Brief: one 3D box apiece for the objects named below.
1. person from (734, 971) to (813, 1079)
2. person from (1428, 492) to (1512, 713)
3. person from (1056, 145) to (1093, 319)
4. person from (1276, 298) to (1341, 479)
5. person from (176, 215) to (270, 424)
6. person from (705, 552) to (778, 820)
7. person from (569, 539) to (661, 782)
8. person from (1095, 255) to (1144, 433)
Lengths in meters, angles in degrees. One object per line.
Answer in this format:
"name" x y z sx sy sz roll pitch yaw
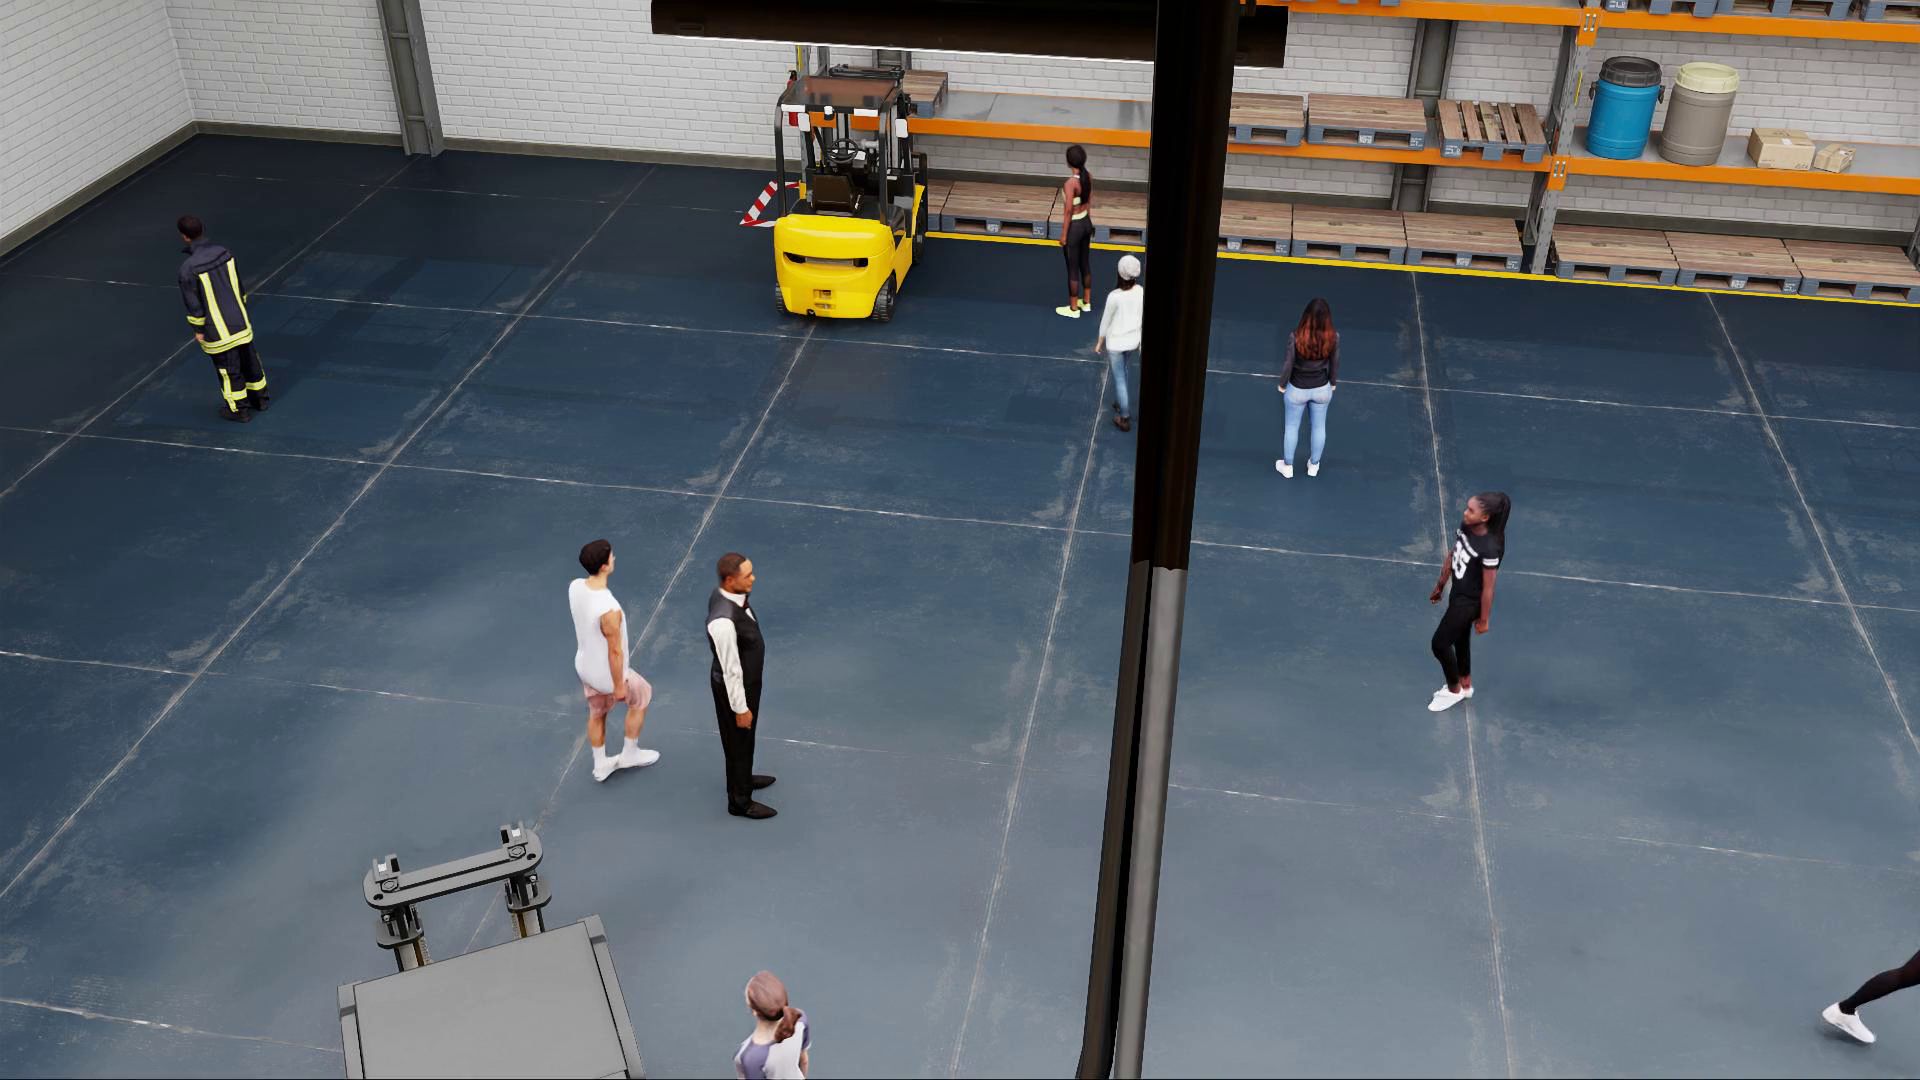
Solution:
"person" -0.862 2.682 7.860 0.701 1.768 0.673 23 40 30
"person" 3.524 0.416 11.316 0.747 1.716 0.706 -3 34 -4
"person" 1.168 -3.063 16.516 0.663 1.754 0.645 26 42 34
"person" 2.921 -1.276 13.936 0.577 1.634 0.743 -2 34 -3
"person" -6.530 -1.959 14.707 0.787 1.919 0.852 16 37 22
"person" -1.402 0.897 10.410 0.684 1.919 0.752 -3 34 -5
"person" -2.350 0.838 10.637 0.876 1.765 0.803 -28 43 -35
"person" 1.470 -1.695 14.566 0.744 1.635 0.802 -18 38 -25
